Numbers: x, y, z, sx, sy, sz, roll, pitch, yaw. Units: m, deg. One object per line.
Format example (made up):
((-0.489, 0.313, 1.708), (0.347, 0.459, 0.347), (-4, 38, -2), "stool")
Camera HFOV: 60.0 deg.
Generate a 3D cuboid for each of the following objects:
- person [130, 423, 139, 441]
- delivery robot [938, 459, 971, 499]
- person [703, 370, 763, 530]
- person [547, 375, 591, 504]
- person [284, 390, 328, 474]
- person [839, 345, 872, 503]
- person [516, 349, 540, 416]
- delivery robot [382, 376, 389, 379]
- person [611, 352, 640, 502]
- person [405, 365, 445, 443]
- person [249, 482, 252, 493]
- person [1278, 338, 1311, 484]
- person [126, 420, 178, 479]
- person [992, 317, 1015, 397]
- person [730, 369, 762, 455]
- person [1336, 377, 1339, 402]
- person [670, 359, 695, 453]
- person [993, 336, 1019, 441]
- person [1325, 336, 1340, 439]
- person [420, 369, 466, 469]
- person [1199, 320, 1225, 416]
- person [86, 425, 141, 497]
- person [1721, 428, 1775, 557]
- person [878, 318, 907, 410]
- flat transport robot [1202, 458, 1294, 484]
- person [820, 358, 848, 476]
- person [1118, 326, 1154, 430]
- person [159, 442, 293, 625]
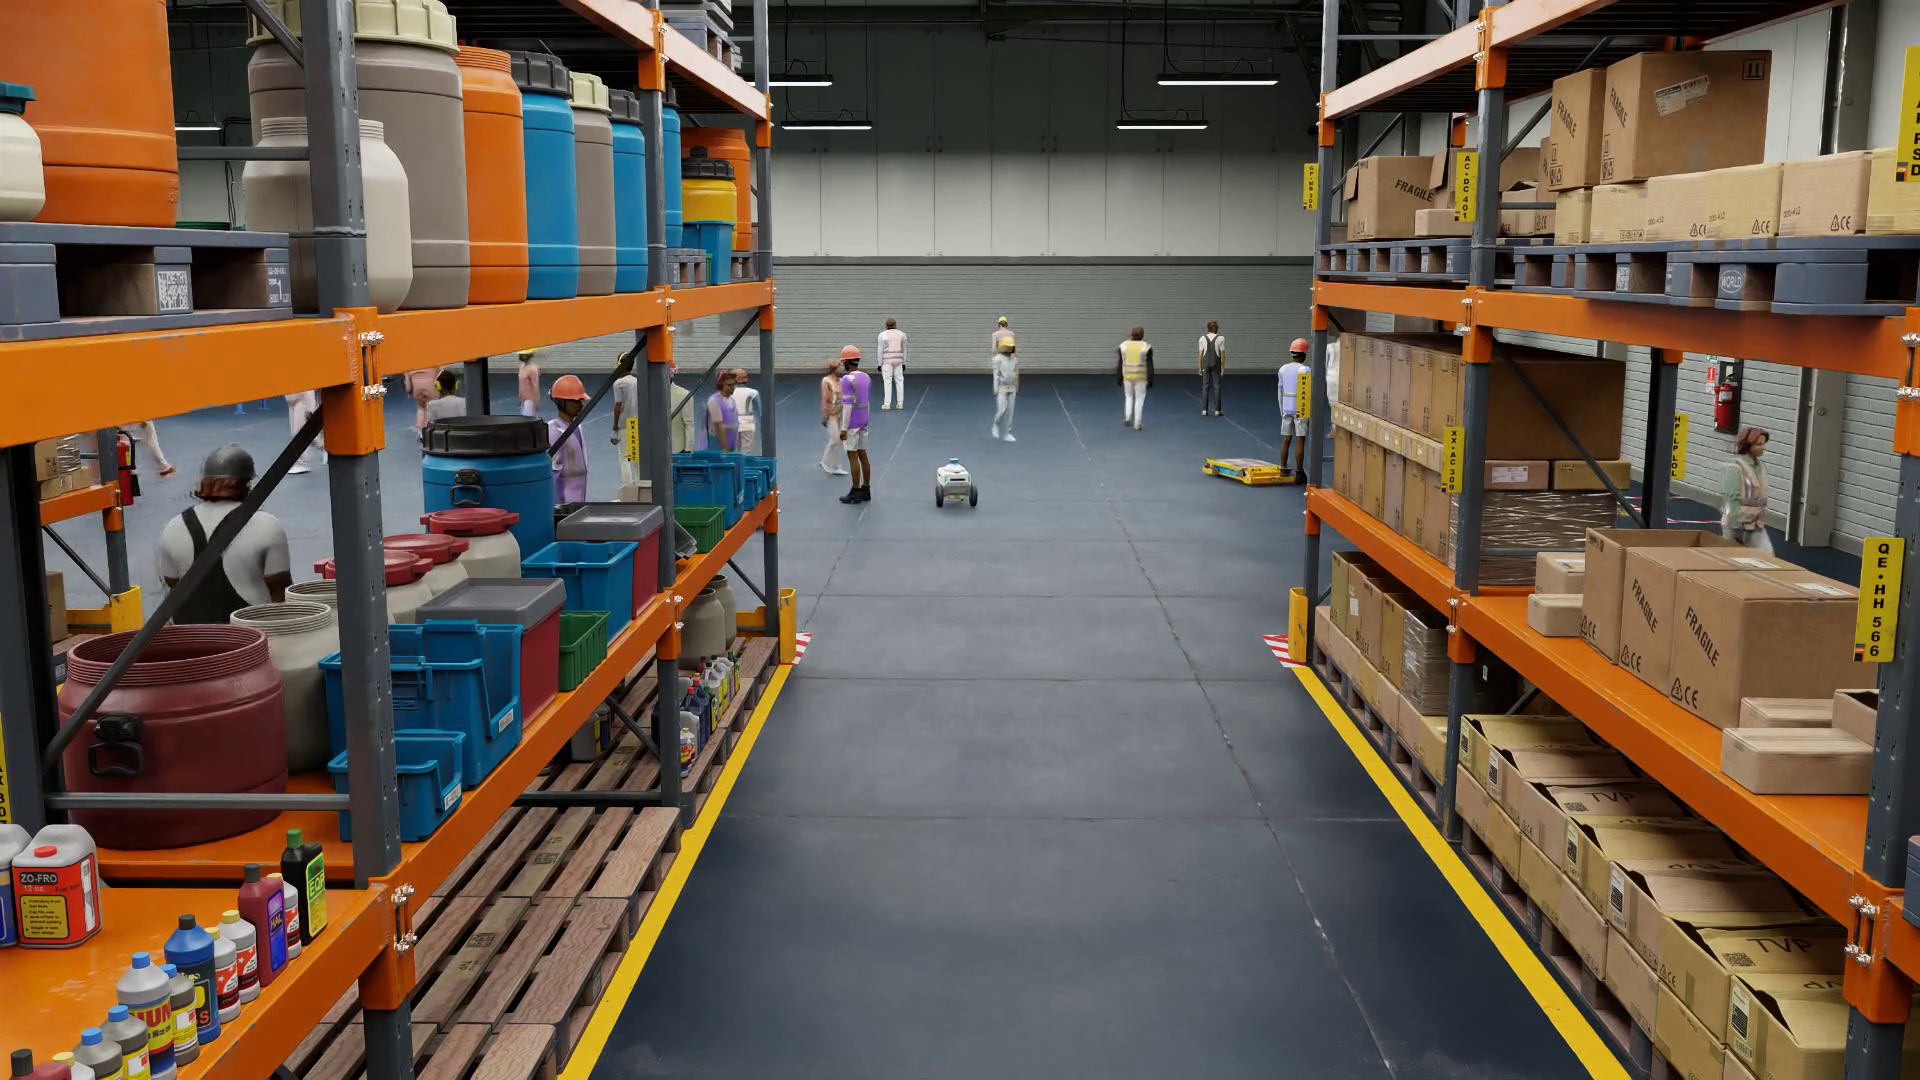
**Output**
((-13.929, -2.586, 27.604), (0.797, 1.877, 0.654), (4, 10, 24), "person")
((-0.072, -0.756, 20.464), (0.477, 0.478, 0.707), (-1, 10, -7), "delivery robot")
((-2.635, -0.993, 18.377), (0.952, 1.791, 0.554), (4, 10, 21), "person")
((-3.175, -0.326, 13.591), (0.391, 2.040, 0.615), (1, 10, 6), "person")
((-9.250, -1.896, 23.503), (0.686, 1.886, 0.657), (-9, 13, -44), "person")
((-1.325, -1.438, 20.573), (0.374, 1.933, 0.550), (5, 11, 29), "person")
((-6.502, -2.139, 25.306), (0.622, 1.749, 0.535), (-6, 11, -34), "person")
((-14.445, -4.202, 41.104), (0.707, 0.478, 0.477), (4, 10, 24), "delivery robot")
((-4.067, -1.358, 20.335), (0.325, 1.865, 0.517), (5, 11, 29), "person")
((-8.592, -2.469, 26.896), (0.671, 1.886, 0.526), (1, 10, 8), "person")
((-4.270, 0.477, 9.703), (0.527, 1.740, 0.811), (4, 10, 21), "person")
((4.521, -1.730, 22.315), (0.361, 1.938, 0.546), (-8, 13, -41), "person")
((-11.102, -1.747, 22.413), (0.609, 1.940, 1.029), (2, 10, 15), "person")
((0.955, -4.049, 36.745), (0.524, 1.760, 0.327), (-2, 10, -10), "person")
((-2.740, -1.384, 21.213), (0.641, 1.597, 0.723), (1, 10, 7), "person")
((5.978, -2.048, 25.274), (0.527, 1.584, 0.866), (2, 10, 12), "person")
((-3.099, -0.969, 17.583), (0.608, 1.996, 0.382), (4, 10, 22), "person")
((0.779, -2.505, 27.541), (0.503, 1.731, 0.380), (-7, 12, -35), "person")
((6.397, -2.676, 28.144), (0.576, 1.872, 0.954), (-2, 10, -12), "person")
((-5.428, -0.884, 17.570), (0.557, 1.825, 0.933), (-9, 13, -43), "person")
((4.880, -3.337, 32.232), (0.507, 1.842, 0.351), (3, 10, 19), "person")
((-10.591, -1.436, 20.713), (0.611, 1.883, 0.635), (3, 10, 19), "person")
((6.382, -0.091, 13.435), (0.522, 1.625, 0.484), (-5, 11, -29), "person")
((-1.382, -3.562, 33.590), (0.624, 1.841, 0.430), (-4, 10, -23), "person")
((3.940, -0.961, 22.817), (0.652, 0.197, 1.431), (-3, 10, -18), "flat transport robot")
((-1.720, -1.701, 23.031), (0.357, 1.625, 0.546), (5, 11, 27), "person")
((3.135, -2.877, 29.518), (0.649, 1.823, 0.458), (4, 10, 23), "person")
((-3.861, 0.494, 8.811), (0.704, 2.000, 0.731), (1, 10, 8), "person")
